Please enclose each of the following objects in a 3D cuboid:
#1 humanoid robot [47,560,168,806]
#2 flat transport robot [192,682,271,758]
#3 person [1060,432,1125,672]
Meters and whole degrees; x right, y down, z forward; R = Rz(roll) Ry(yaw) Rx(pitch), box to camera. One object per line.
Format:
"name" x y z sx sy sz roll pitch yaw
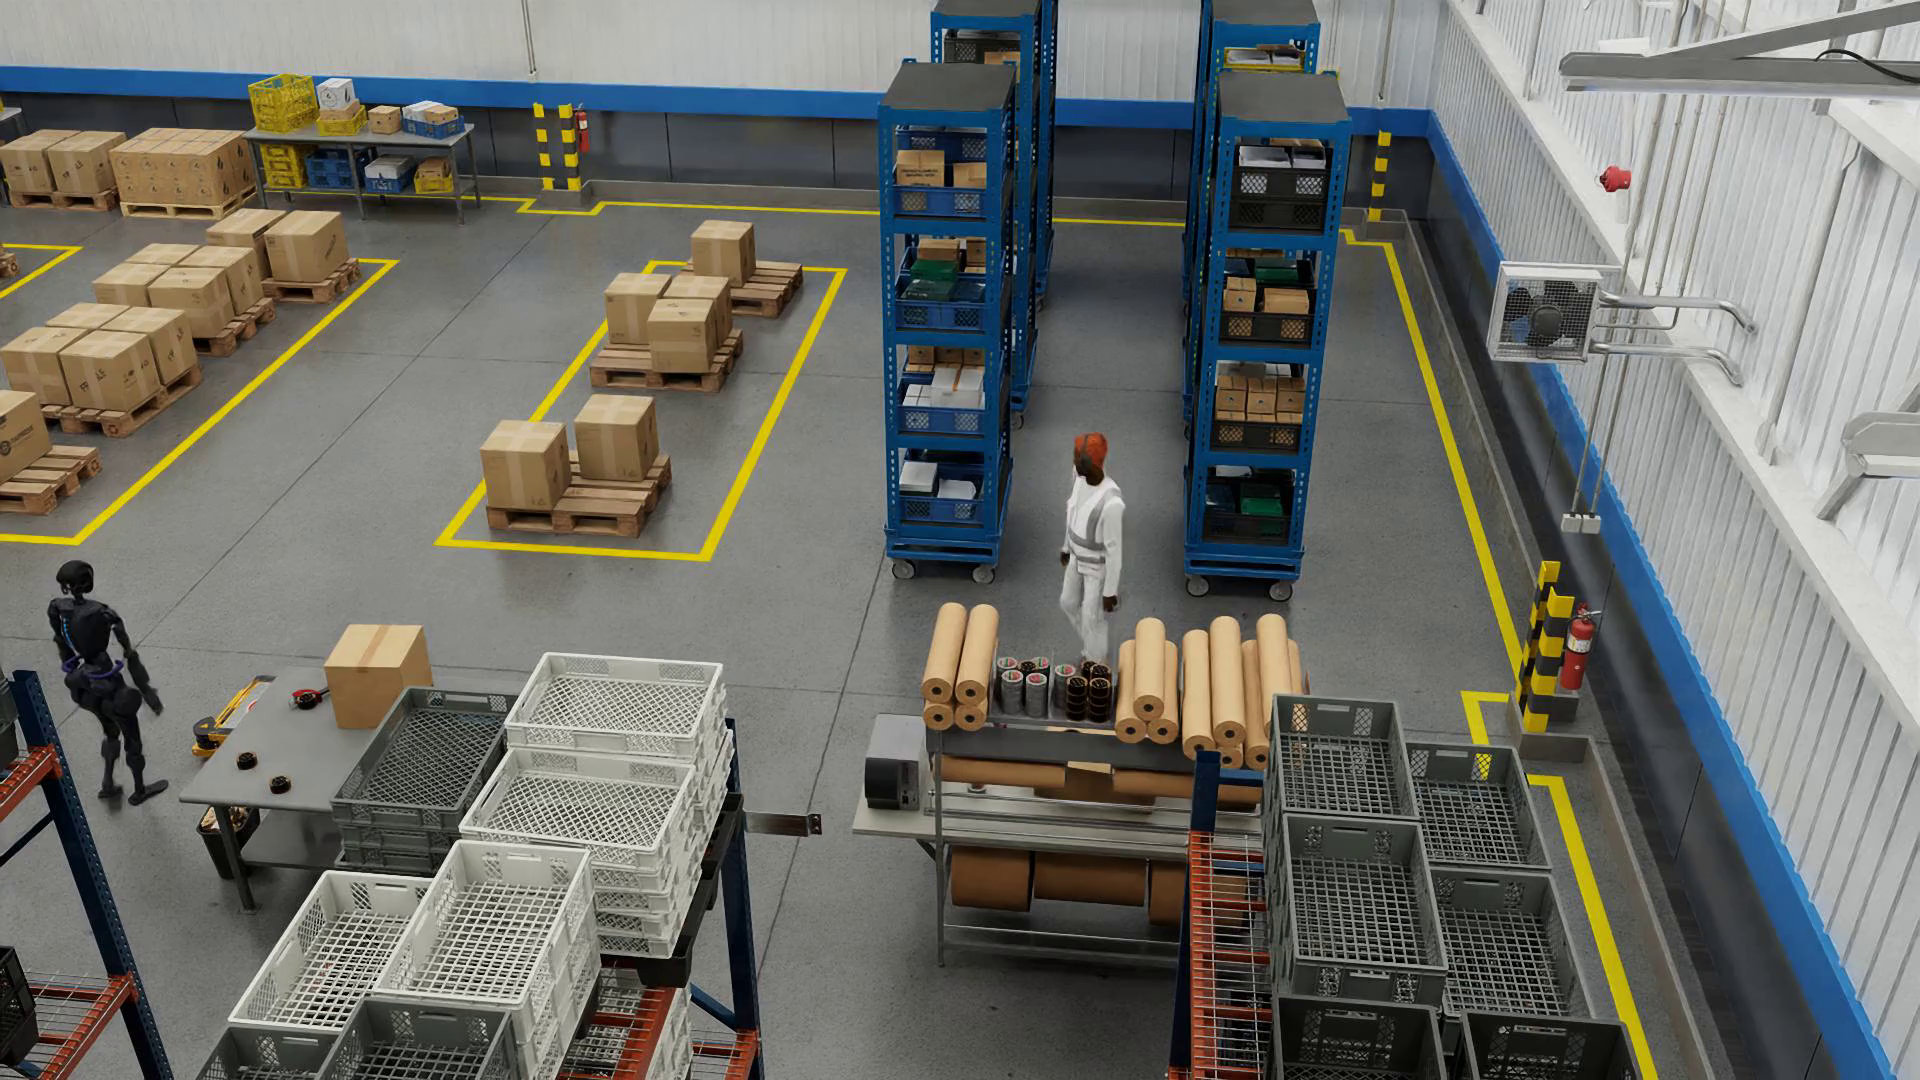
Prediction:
"humanoid robot" -5.049 0.848 9.816 0.595 1.651 0.380 11 32 18
"flat transport robot" -4.089 1.163 10.648 1.431 0.197 0.652 3 30 6
"person" 0.859 0.168 10.785 0.386 1.877 0.666 -12 32 -20
